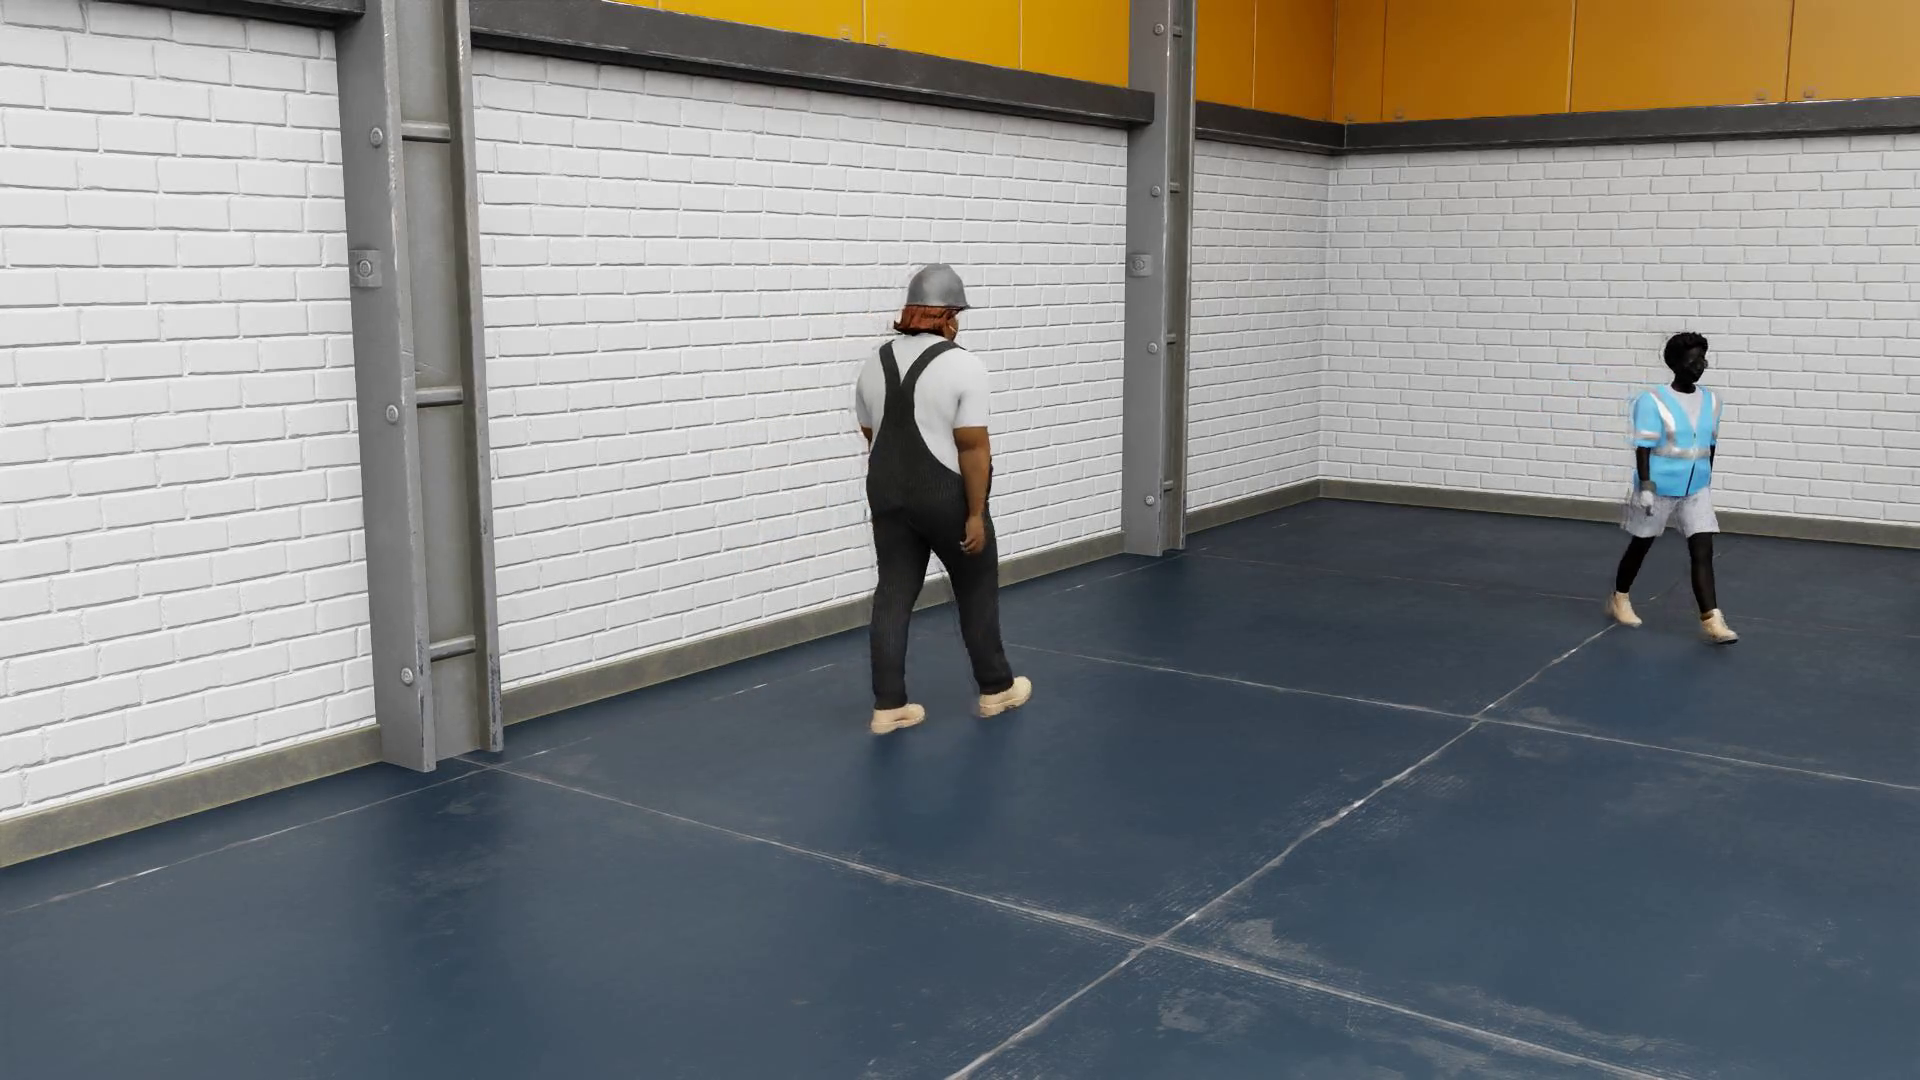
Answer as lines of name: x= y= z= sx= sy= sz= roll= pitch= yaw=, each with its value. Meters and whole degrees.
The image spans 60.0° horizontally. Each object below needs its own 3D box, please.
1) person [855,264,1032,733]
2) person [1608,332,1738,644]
person: x=-0.058 y=-0.206 z=7.267 sx=0.706 sy=2.000 sz=0.919 roll=7 pitch=12 yaw=36
person: x=3.834 y=-0.290 z=8.926 sx=0.549 sy=1.644 sz=0.890 roll=-2 pitch=10 yaw=-11
